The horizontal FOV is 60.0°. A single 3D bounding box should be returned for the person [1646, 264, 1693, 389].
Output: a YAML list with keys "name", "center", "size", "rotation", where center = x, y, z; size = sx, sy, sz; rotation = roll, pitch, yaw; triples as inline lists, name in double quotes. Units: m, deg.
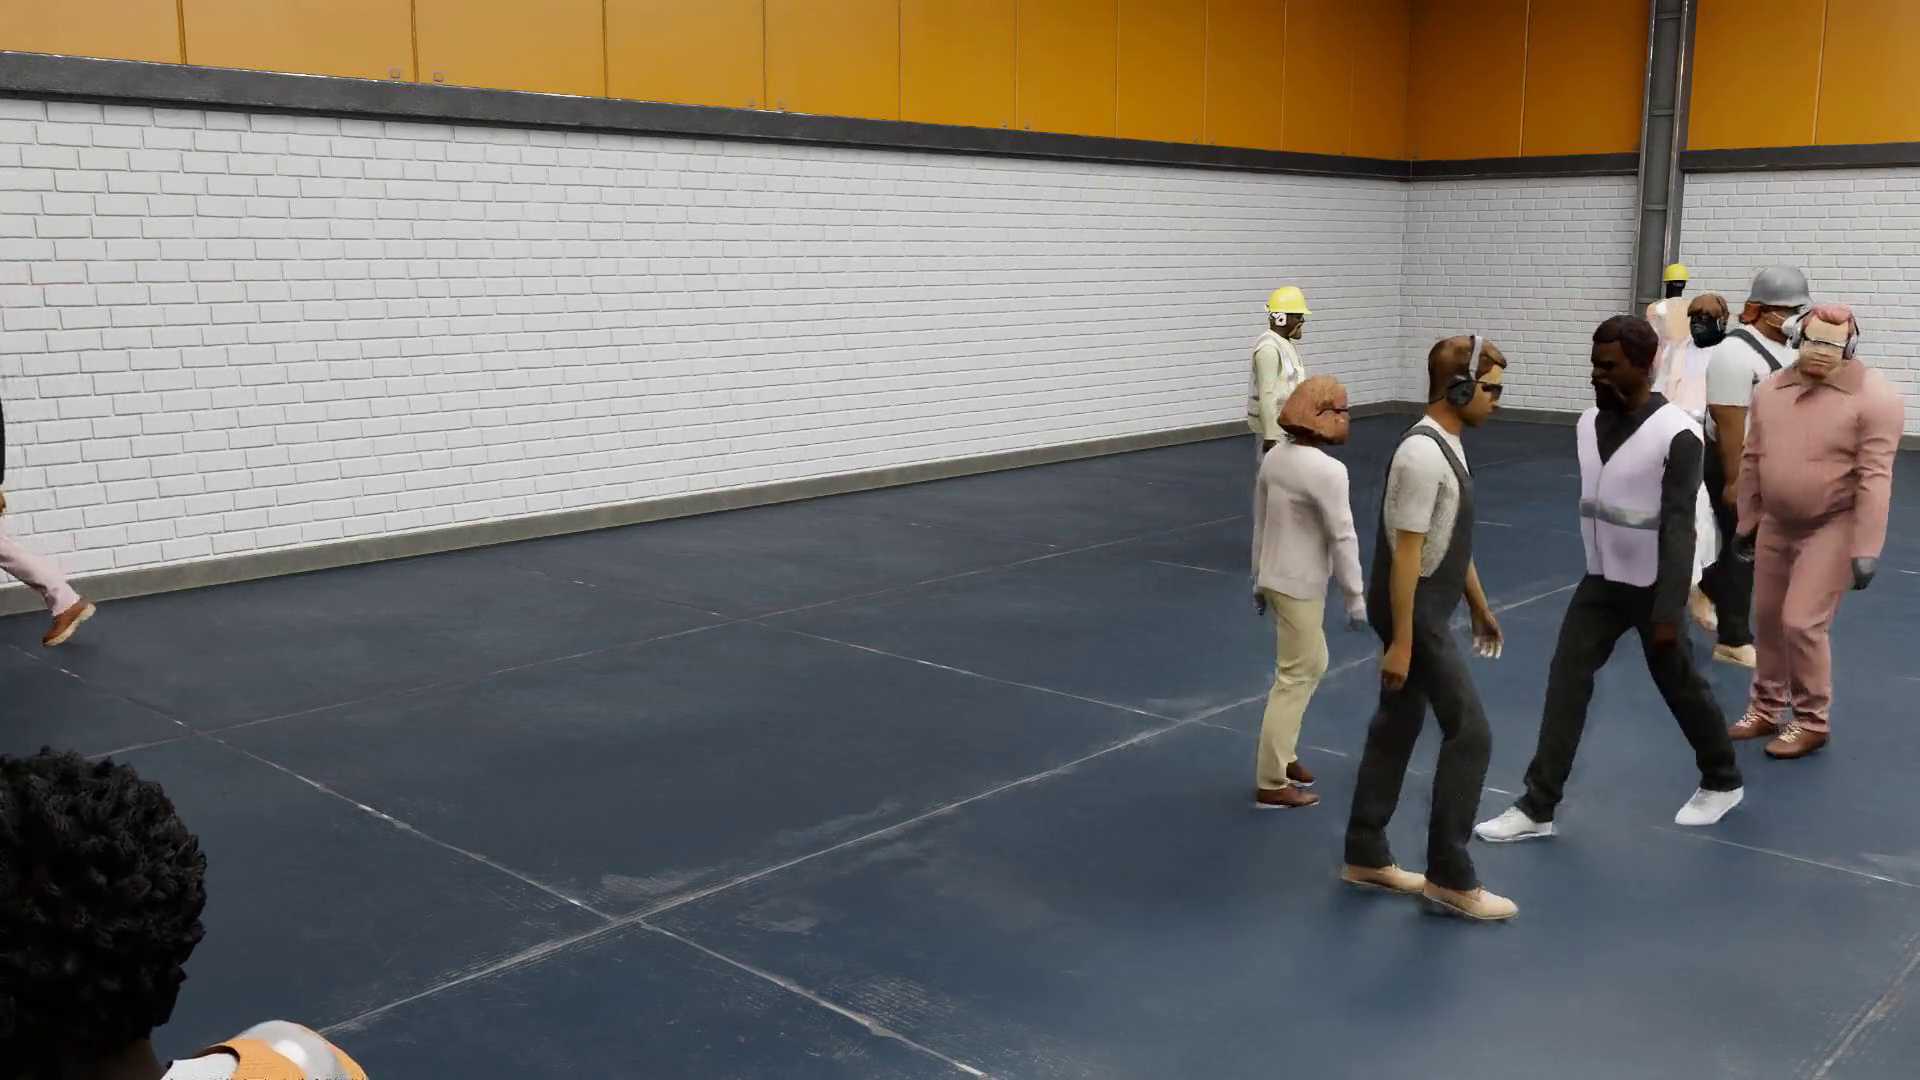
- name: "person"
  center: [6.746, -1.652, 15.809]
  size: [0.595, 1.925, 0.374]
  rotation: [-2, 10, -9]

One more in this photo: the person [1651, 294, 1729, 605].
- name: "person"
  center: [4.252, -0.522, 9.741]
  size: [0.837, 1.808, 0.627]
  rotation: [-5, 11, -26]

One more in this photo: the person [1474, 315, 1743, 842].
- name: "person"
  center: [2.383, 0.140, 5.827]
  size: [1.076, 1.857, 0.607]
  rotation: [-3, 11, -18]

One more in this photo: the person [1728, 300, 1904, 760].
- name: "person"
  center: [3.448, -0.029, 6.753]
  size: [0.473, 1.875, 0.704]
  rotation: [-5, 11, -24]

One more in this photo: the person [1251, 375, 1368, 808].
- name: "person"
  center: [1.299, 0.200, 6.146]
  size: [0.483, 1.615, 0.497]
  rotation: [-2, 10, -14]

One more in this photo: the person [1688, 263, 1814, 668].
- name: "person"
  center: [3.908, -0.385, 8.275]
  size: [0.697, 2.000, 0.696]
  rotation: [-8, 12, -37]

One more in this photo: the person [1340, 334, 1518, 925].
- name: "person"
  center: [1.530, 0.274, 5.177]
  size: [0.684, 1.808, 0.514]
  rotation: [3, 10, 15]

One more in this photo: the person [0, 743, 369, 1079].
- name: "person"
  center: [-0.666, 0.998, 1.407]
  size: [0.320, 1.695, 0.535]
  rotation: [3, 10, 17]

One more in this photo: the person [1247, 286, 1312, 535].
- name: "person"
  center: [2.102, -0.751, 10.971]
  size: [0.403, 1.826, 0.592]
  rotation: [4, 11, 22]

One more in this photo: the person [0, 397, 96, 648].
- name: "person"
  center: [-4.926, -0.357, 8.347]
  size: [0.965, 1.965, 0.618]
  rotation: [-8, 13, -39]
